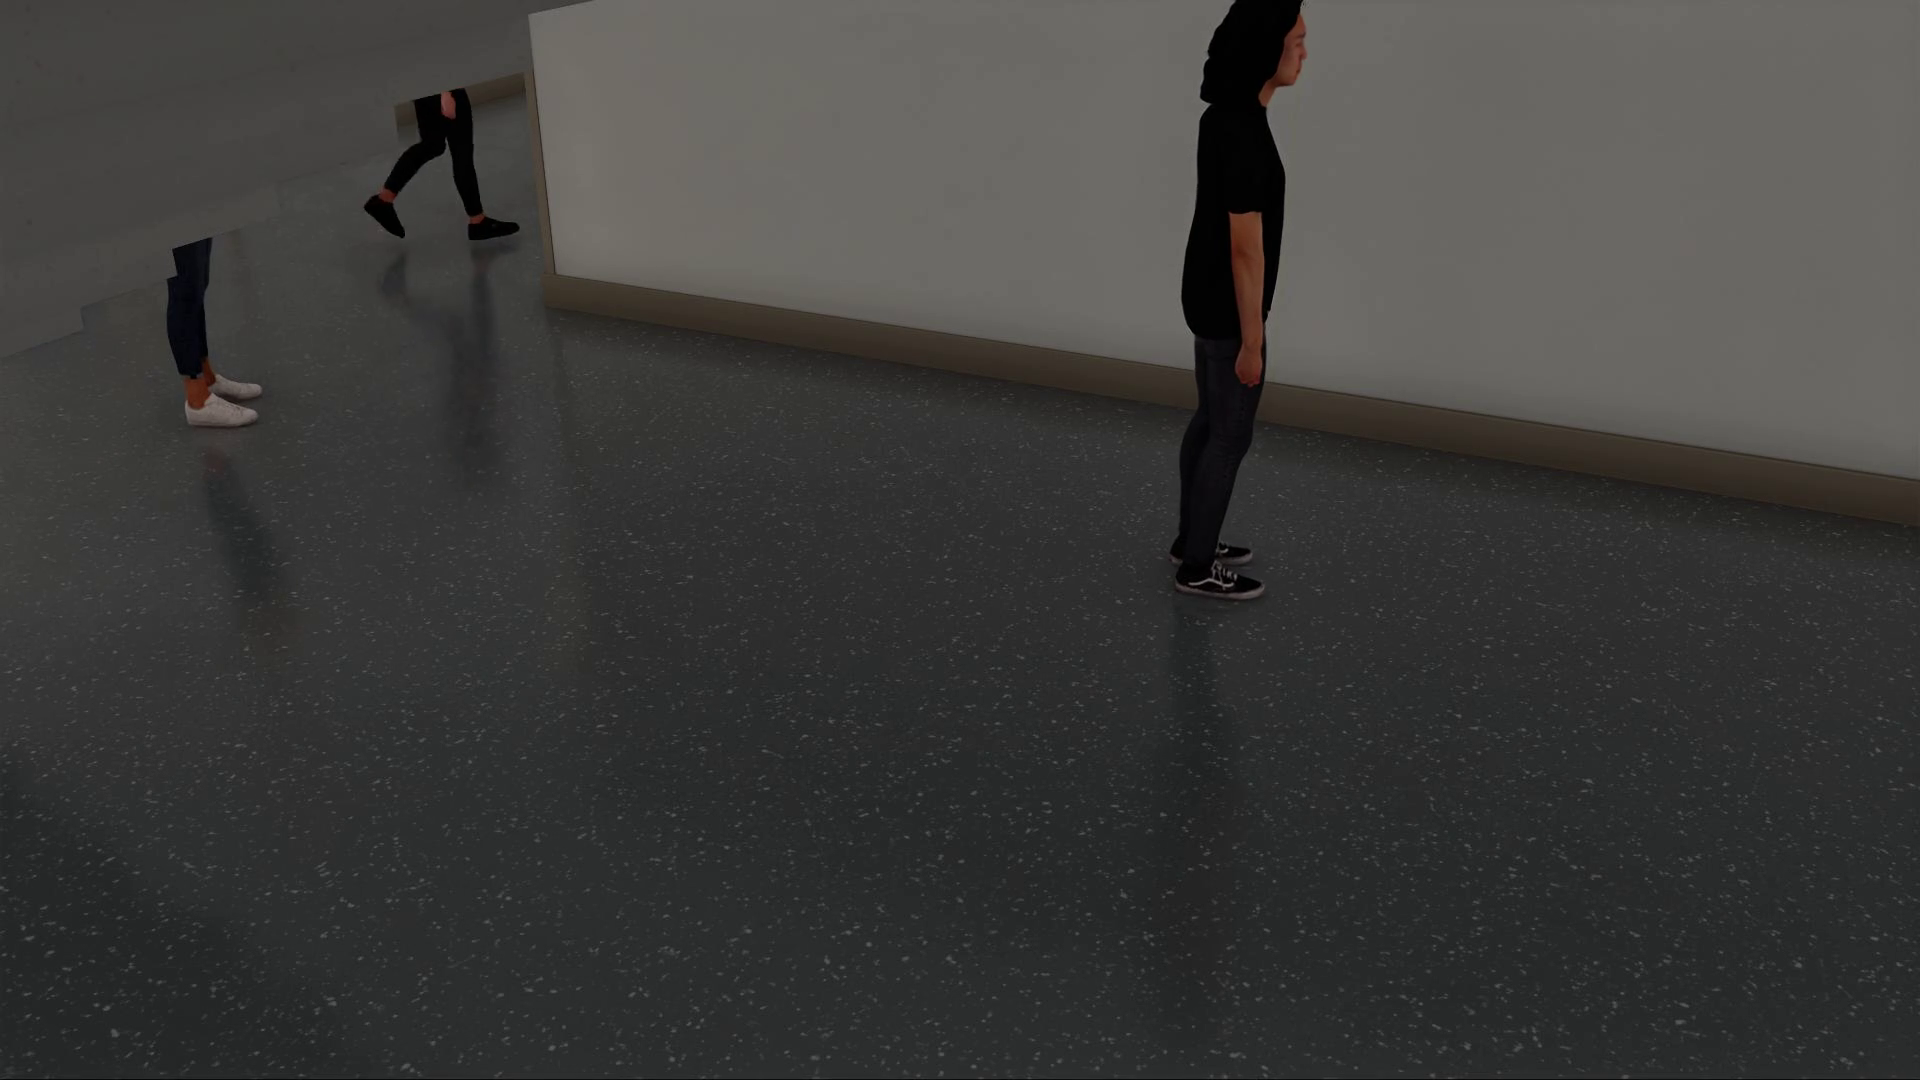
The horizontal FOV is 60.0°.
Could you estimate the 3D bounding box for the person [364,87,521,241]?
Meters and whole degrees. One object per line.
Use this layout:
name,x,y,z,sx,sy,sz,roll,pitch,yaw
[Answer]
person,-2.765,-2.330,8.466,0.984,1.693,1.032,-17,30,-31

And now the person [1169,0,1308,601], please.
person,0.786,-0.704,4.925,0.694,1.827,0.708,-1,26,-2
